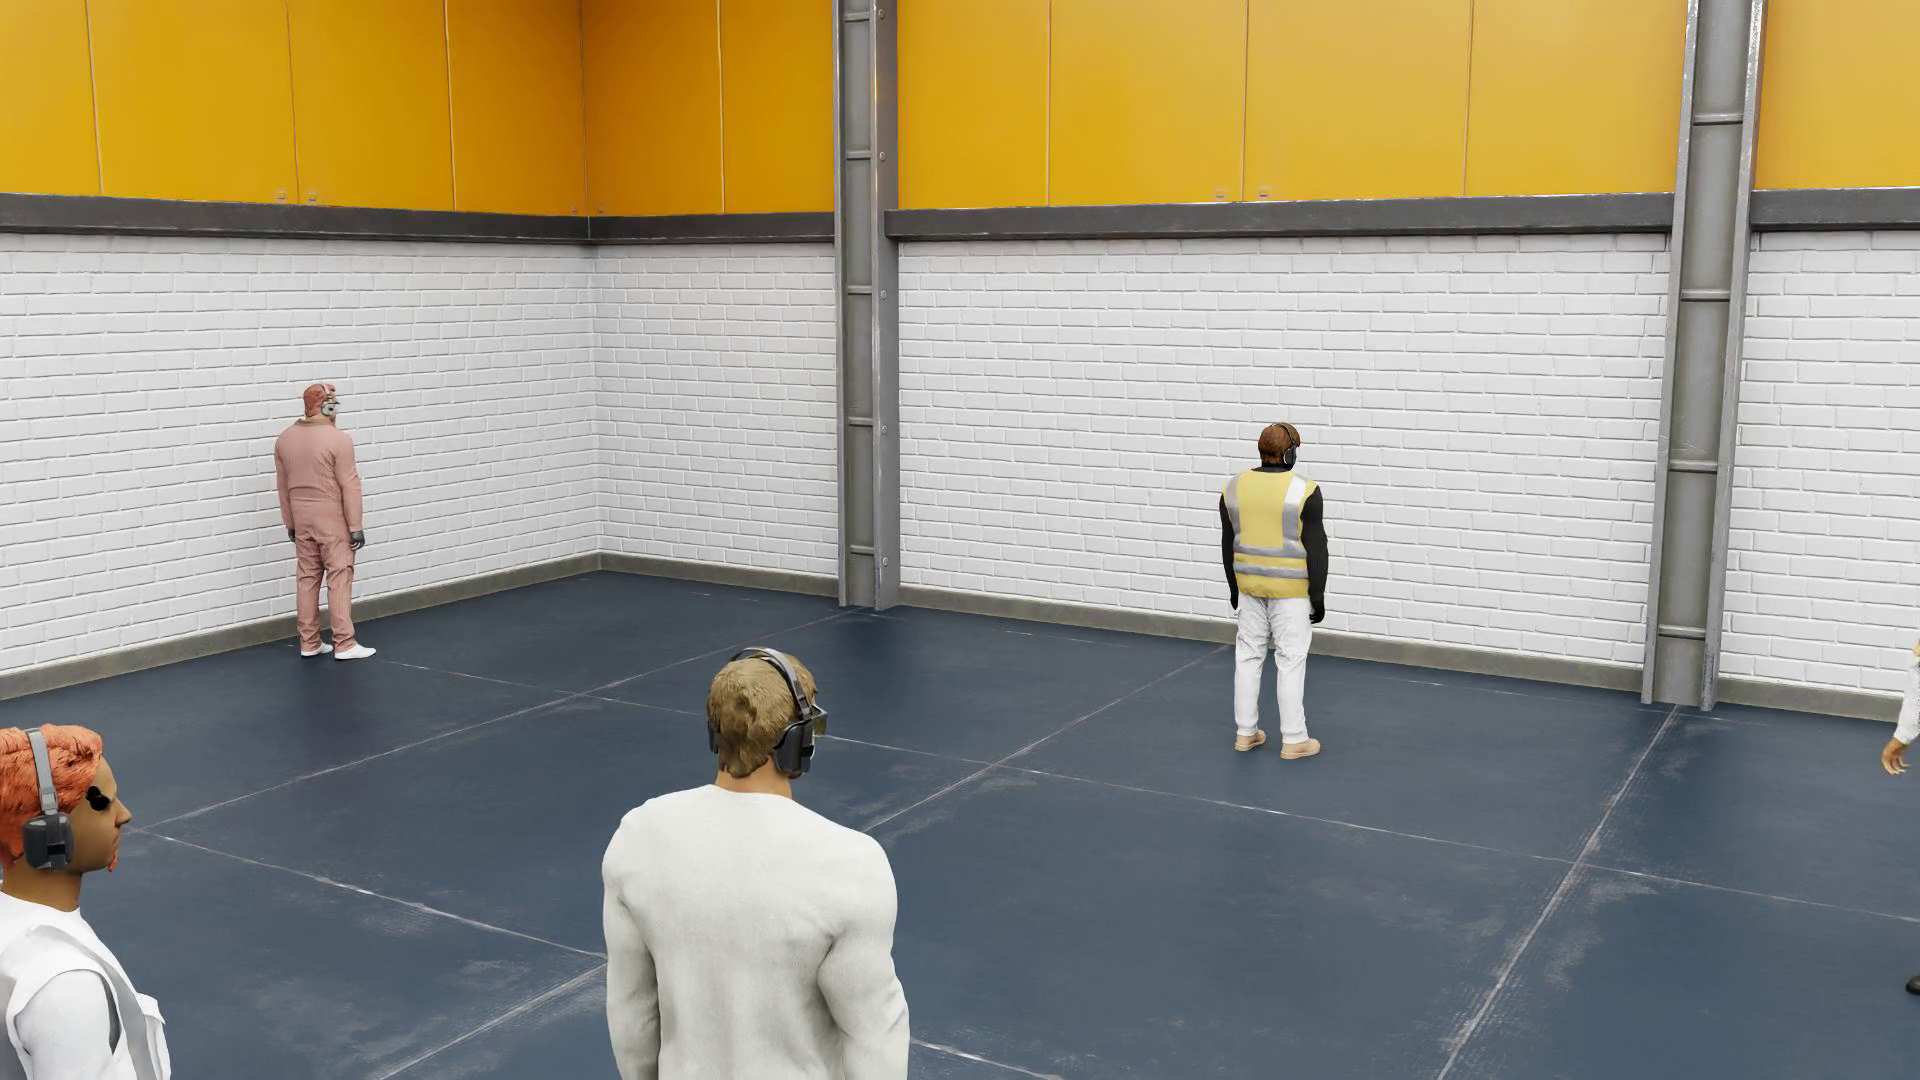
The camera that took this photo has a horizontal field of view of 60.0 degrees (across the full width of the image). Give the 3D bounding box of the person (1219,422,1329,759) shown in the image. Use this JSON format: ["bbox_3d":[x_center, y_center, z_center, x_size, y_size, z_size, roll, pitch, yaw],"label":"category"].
[{"bbox_3d":[1.734,0.275,9.125,0.627,1.844,0.429,7,12,38],"label":"person"}]

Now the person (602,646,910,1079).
[{"bbox_3d":[-0.389,1.162,3.282,0.636,1.938,0.355,4,10,23],"label":"person"}]

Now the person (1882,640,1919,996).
[{"bbox_3d":[3.688,0.735,5.986,0.414,1.932,0.564,-5,10,-28],"label":"person"}]

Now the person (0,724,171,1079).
[{"bbox_3d":[-1.553,1.246,2.942,0.575,1.882,0.355,9,13,44],"label":"person"}]

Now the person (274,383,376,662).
[{"bbox_3d":[-4.341,-0.122,11.407,0.652,1.904,0.402,4,10,21],"label":"person"}]
